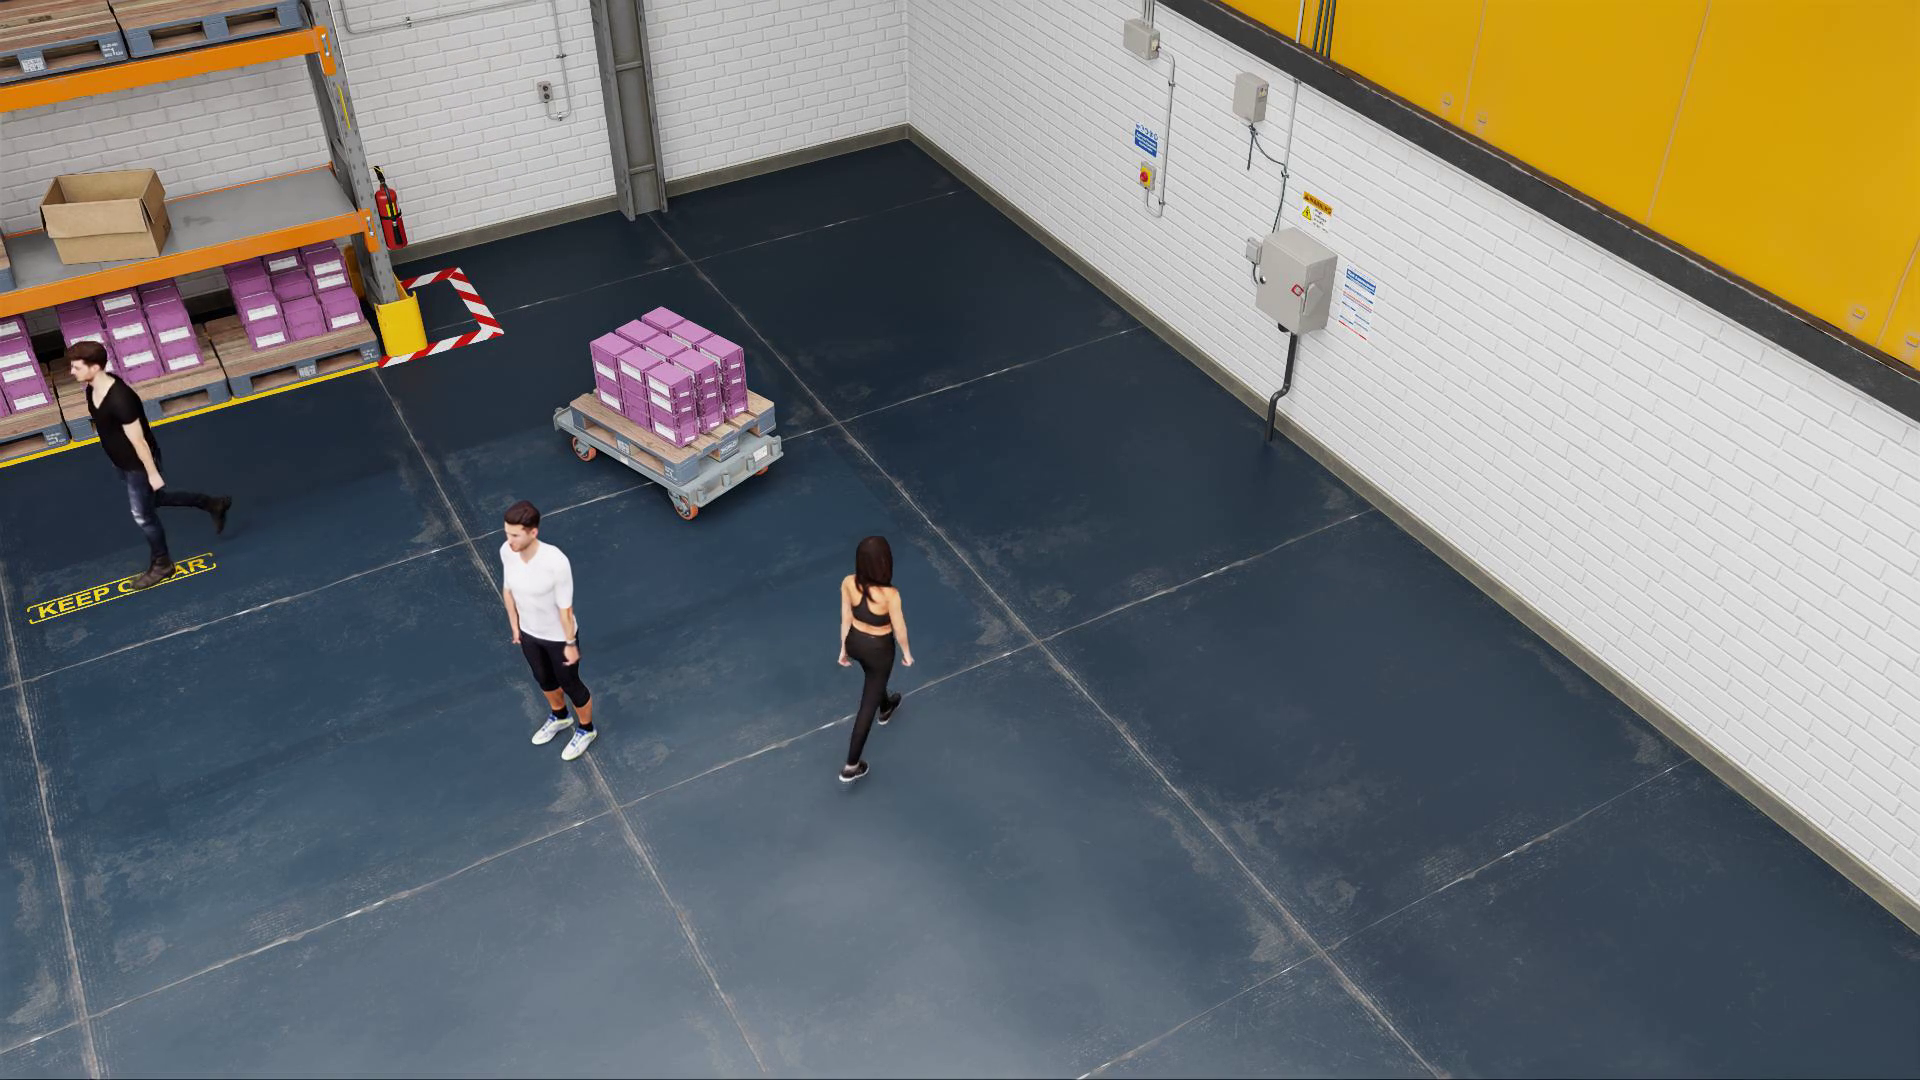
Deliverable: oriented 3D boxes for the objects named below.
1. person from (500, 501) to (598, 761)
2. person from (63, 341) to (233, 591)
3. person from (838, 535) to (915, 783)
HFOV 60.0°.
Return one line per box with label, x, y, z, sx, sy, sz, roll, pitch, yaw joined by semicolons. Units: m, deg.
person;-2.461;0.522;9.947;0.742;1.848;0.759;17;42;20
person;-5.495;-0.572;11.297;0.868;1.873;1.171;31;48;33
person;-0.567;0.725;9.889;0.968;1.604;1.146;18;42;21
